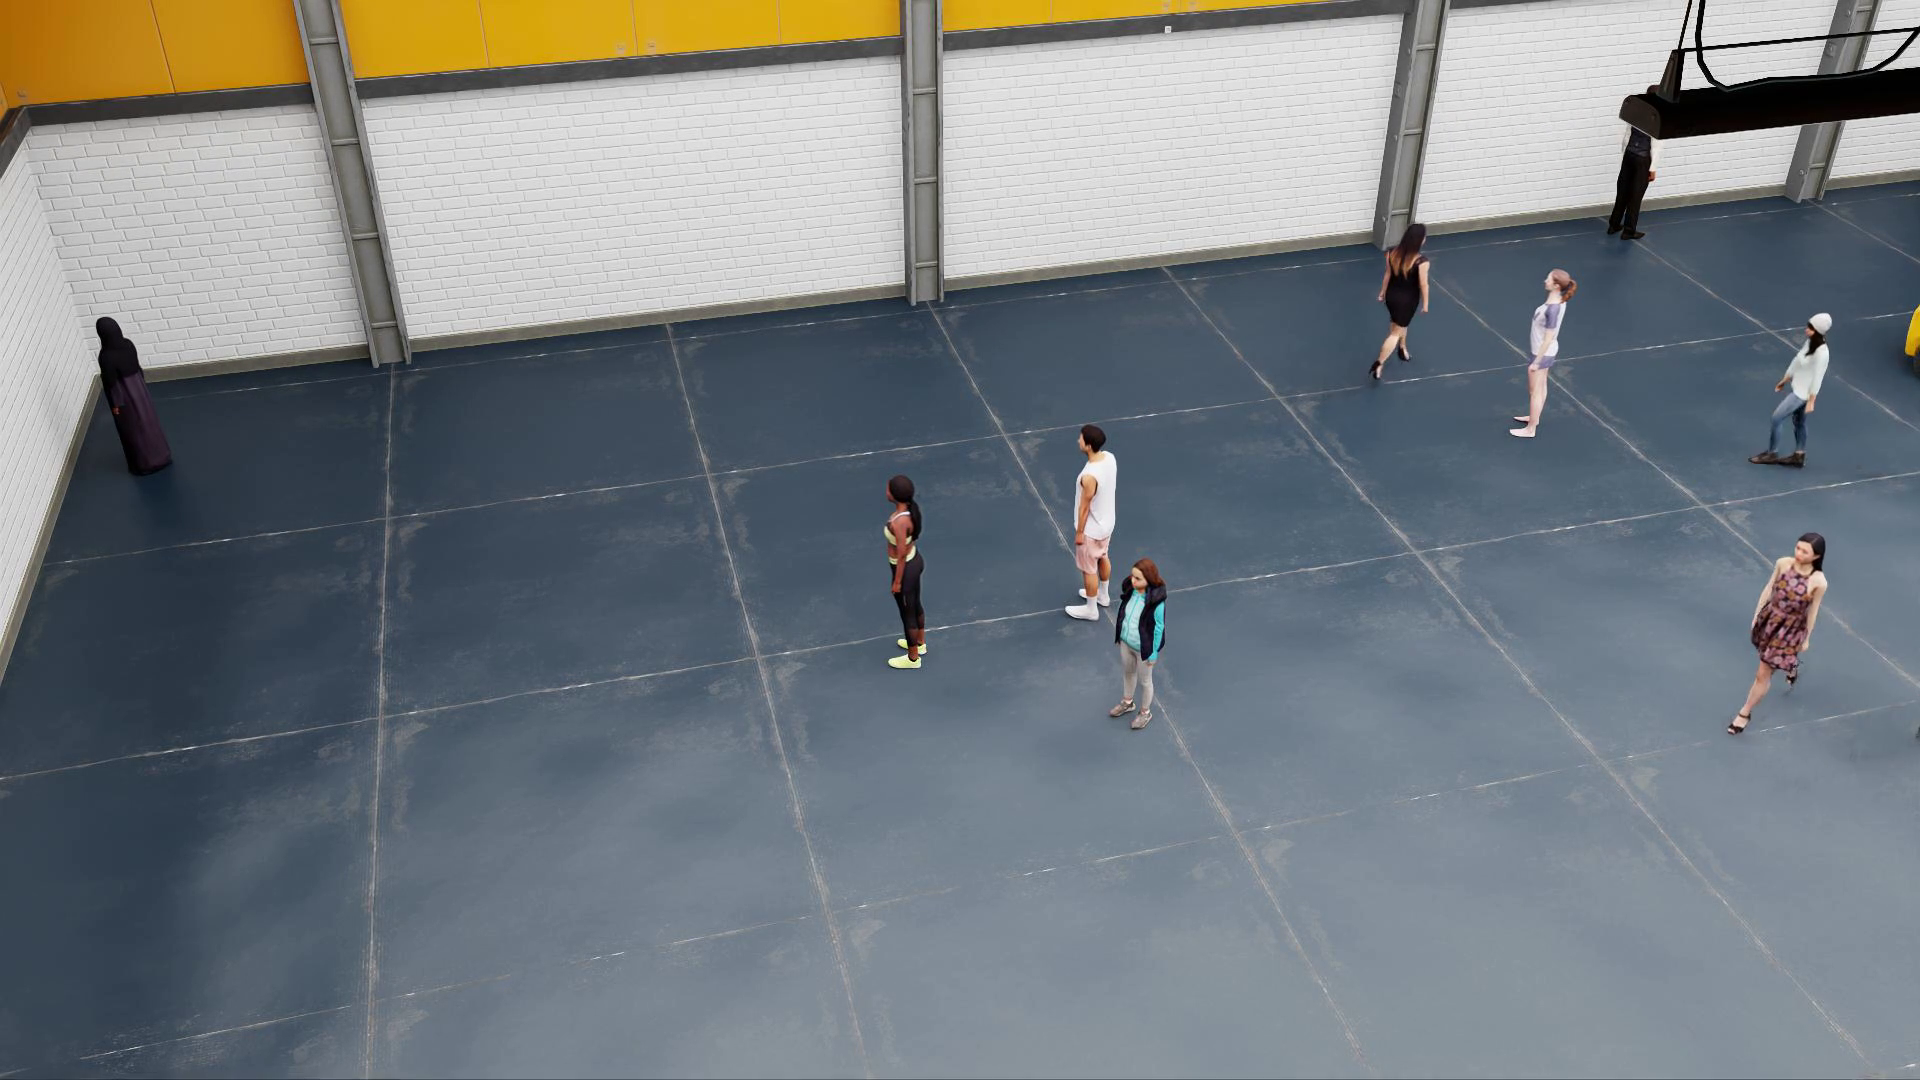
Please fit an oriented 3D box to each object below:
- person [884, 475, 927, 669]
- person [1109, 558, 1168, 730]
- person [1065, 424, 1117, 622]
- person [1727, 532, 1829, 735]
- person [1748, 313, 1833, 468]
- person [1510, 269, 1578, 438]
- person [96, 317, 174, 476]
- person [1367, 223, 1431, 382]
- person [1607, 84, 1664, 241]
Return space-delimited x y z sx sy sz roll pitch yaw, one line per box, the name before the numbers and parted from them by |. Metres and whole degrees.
person | -0.421 0.250 13.252 0.656 1.753 0.643 8 35 12
person | 1.375 0.767 12.703 0.714 1.500 0.676 -28 43 -35
person | 1.131 -0.147 13.823 0.768 1.782 0.715 16 37 23
person | 6.280 0.669 12.625 1.189 1.750 0.872 -21 39 -28
person | 8.123 -1.407 15.859 0.867 1.628 0.771 10 35 14
person | 5.756 -1.854 16.405 0.738 1.767 0.683 16 37 23
person | -7.929 -1.389 15.846 0.738 1.611 0.700 10 35 14
person | 4.573 -2.445 17.376 1.174 1.676 0.965 -25 41 -32
person | 8.359 -4.668 20.502 0.681 1.919 0.747 -18 38 -25
